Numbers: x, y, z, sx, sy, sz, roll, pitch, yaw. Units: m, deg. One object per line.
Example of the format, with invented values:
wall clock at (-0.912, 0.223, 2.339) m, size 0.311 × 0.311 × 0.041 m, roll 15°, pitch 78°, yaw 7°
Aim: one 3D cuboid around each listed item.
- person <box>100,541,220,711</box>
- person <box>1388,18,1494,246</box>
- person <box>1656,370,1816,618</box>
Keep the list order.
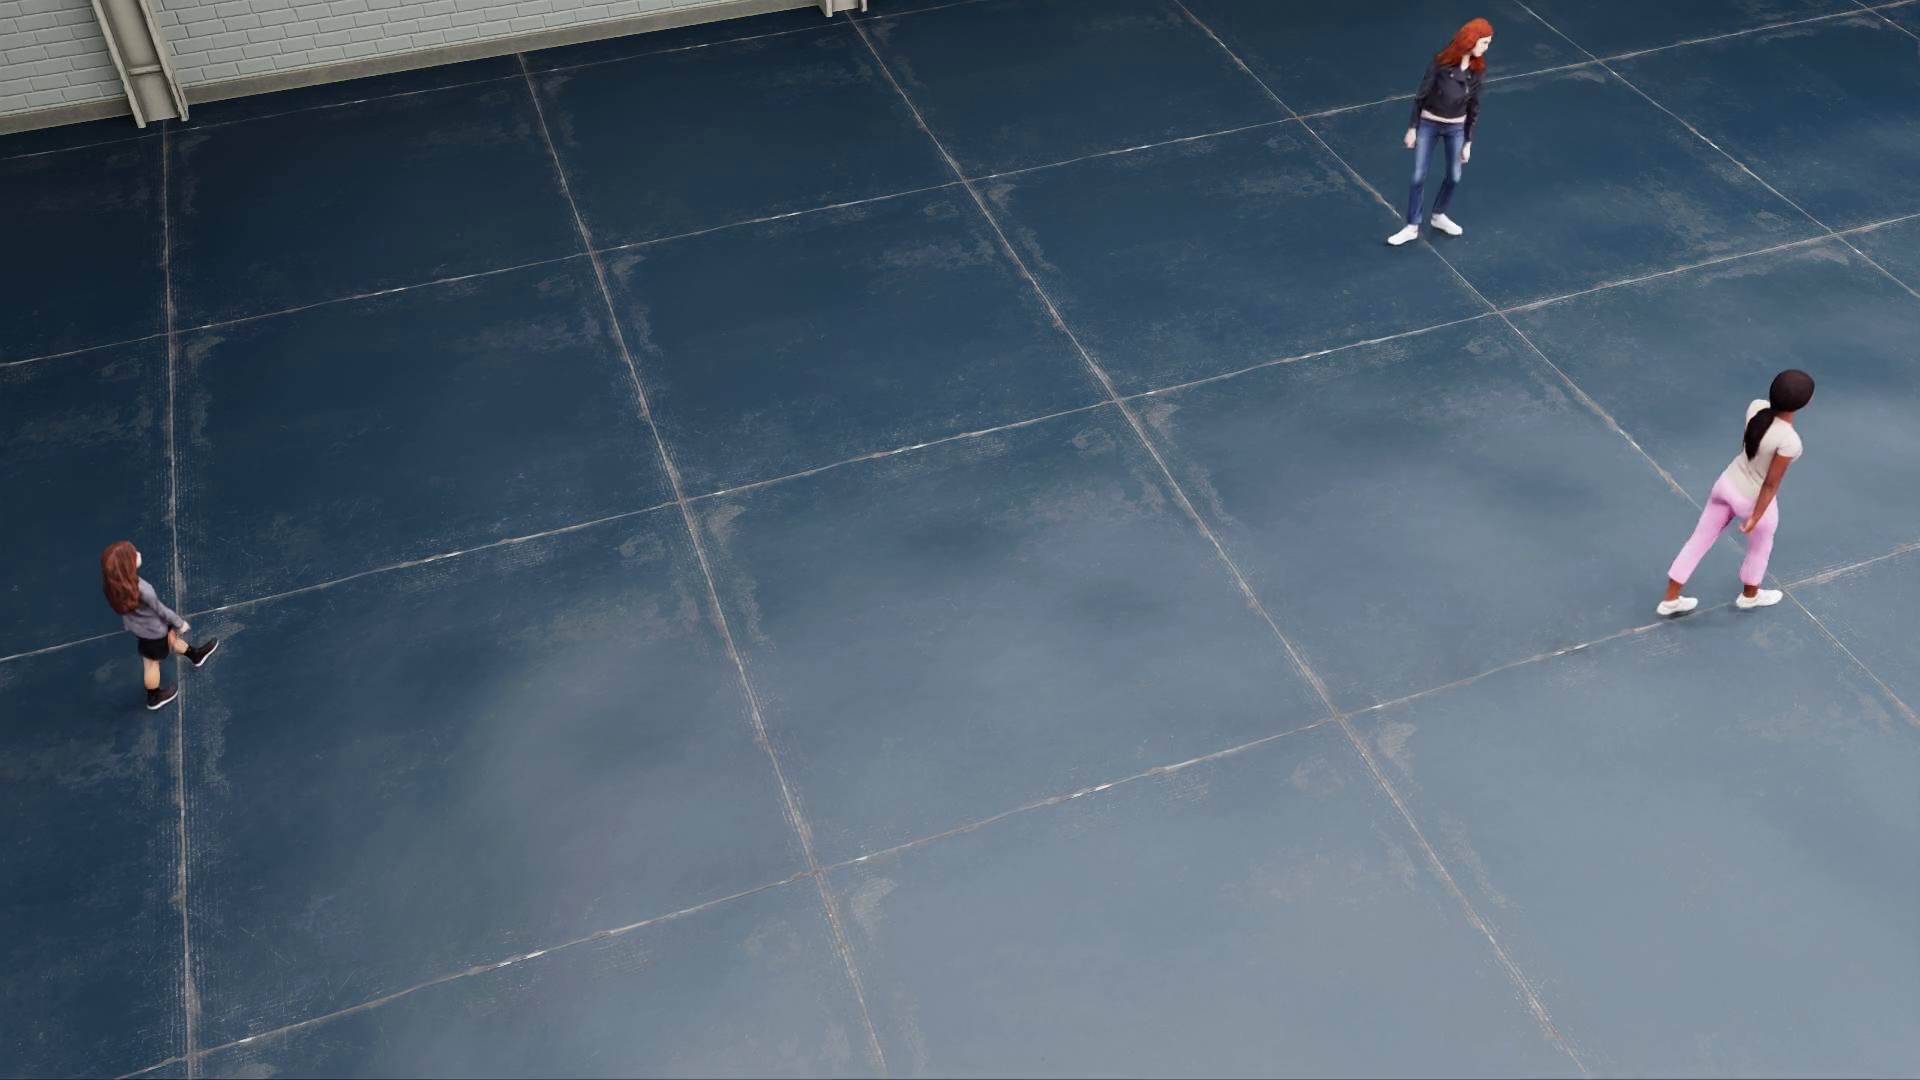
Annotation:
person at (-4.404, 0.476, 8.910) m, size 0.686 × 1.084 × 0.806 m, roll 27°, pitch 49°, yaw 26°
person at (3.444, -2.945, 12.076) m, size 0.721 × 1.763 × 0.875 m, roll 16°, pitch 45°, yaw 16°
person at (4.243, -0.209, 9.182) m, size 0.963 × 1.713 × 0.617 m, roll -12°, pitch 44°, yaw -13°
